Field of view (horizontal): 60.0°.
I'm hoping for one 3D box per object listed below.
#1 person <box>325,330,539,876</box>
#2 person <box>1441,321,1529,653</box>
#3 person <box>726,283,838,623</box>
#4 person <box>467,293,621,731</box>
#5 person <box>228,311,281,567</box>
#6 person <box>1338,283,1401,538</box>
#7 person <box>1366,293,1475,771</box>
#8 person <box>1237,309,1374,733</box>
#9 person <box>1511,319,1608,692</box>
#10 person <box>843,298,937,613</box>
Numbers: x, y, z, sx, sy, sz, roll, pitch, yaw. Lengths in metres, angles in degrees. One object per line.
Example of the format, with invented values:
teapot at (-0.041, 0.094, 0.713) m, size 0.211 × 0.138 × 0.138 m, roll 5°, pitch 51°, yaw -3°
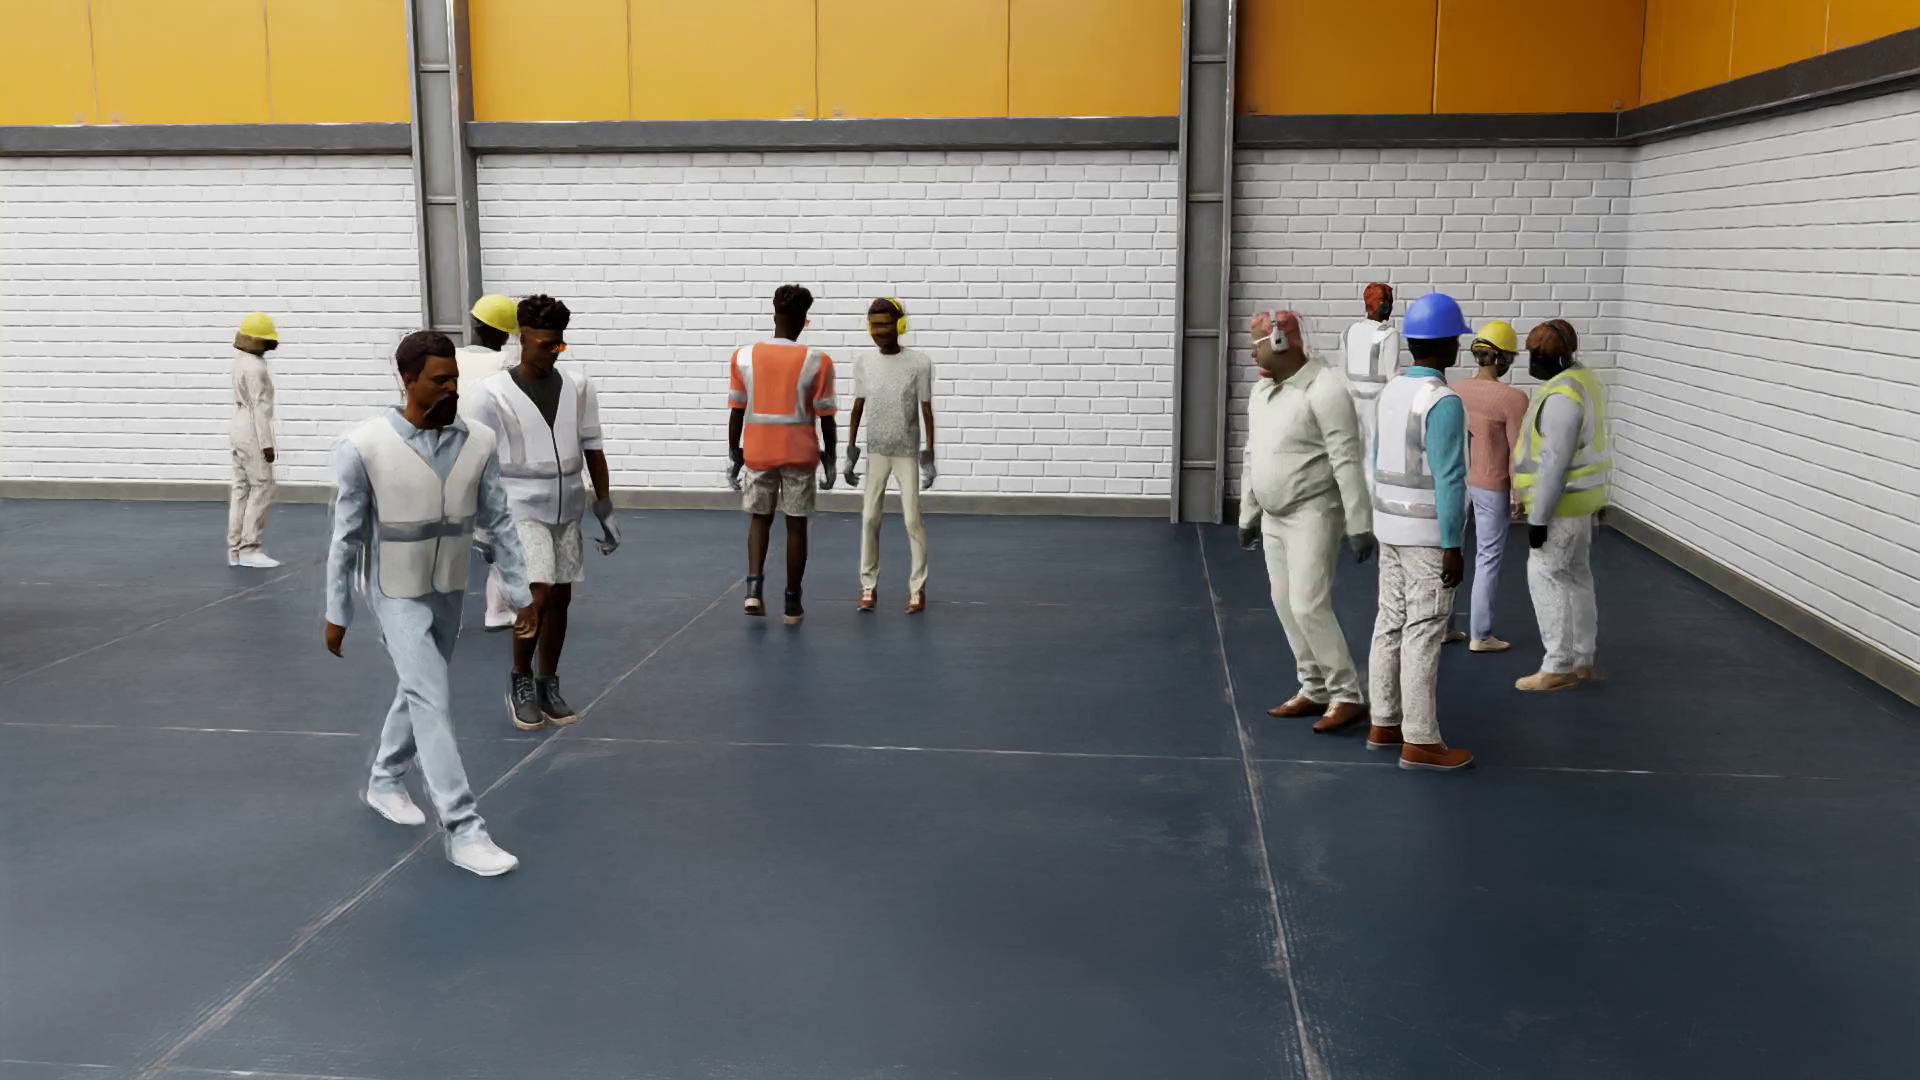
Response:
person at (-1.897, 0.187, 5.891) m, size 1.022 × 1.863 × 0.615 m, roll 7°, pitch 12°, yaw 35°
person at (2.776, -0.275, 8.819) m, size 0.342 × 1.754 × 0.533 m, roll -8°, pitch 13°, yaw -39°
person at (-0.995, -0.477, 9.414) m, size 0.637 × 1.940 × 0.431 m, roll 1°, pitch 10°, yaw 8°
person at (-1.832, -0.112, 7.364) m, size 0.605 × 1.936 × 0.482 m, roll -9°, pitch 14°, yaw -43°
person at (-4.748, -0.675, 11.191) m, size 0.396 × 1.717 × 0.540 m, roll -7°, pitch 12°, yaw -33°
person at (3.050, -0.962, 12.365) m, size 0.338 × 1.882 × 0.582 m, roll -6°, pitch 11°, yaw -29°
person at (1.907, -0.031, 6.855) m, size 0.393 × 1.948 × 0.616 m, roll -2°, pitch 10°, yaw -12°
person at (1.514, -0.092, 7.442) m, size 0.483 × 1.867 × 0.670 m, roll -4°, pitch 11°, yaw -21°
person at (2.914, -0.169, 8.075) m, size 0.442 × 1.805 × 0.777 m, roll 6°, pitch 11°, yaw 29°
person at (-0.415, -0.488, 9.768) m, size 0.540 × 1.853 × 0.380 m, roll 4°, pitch 11°, yaw 21°
